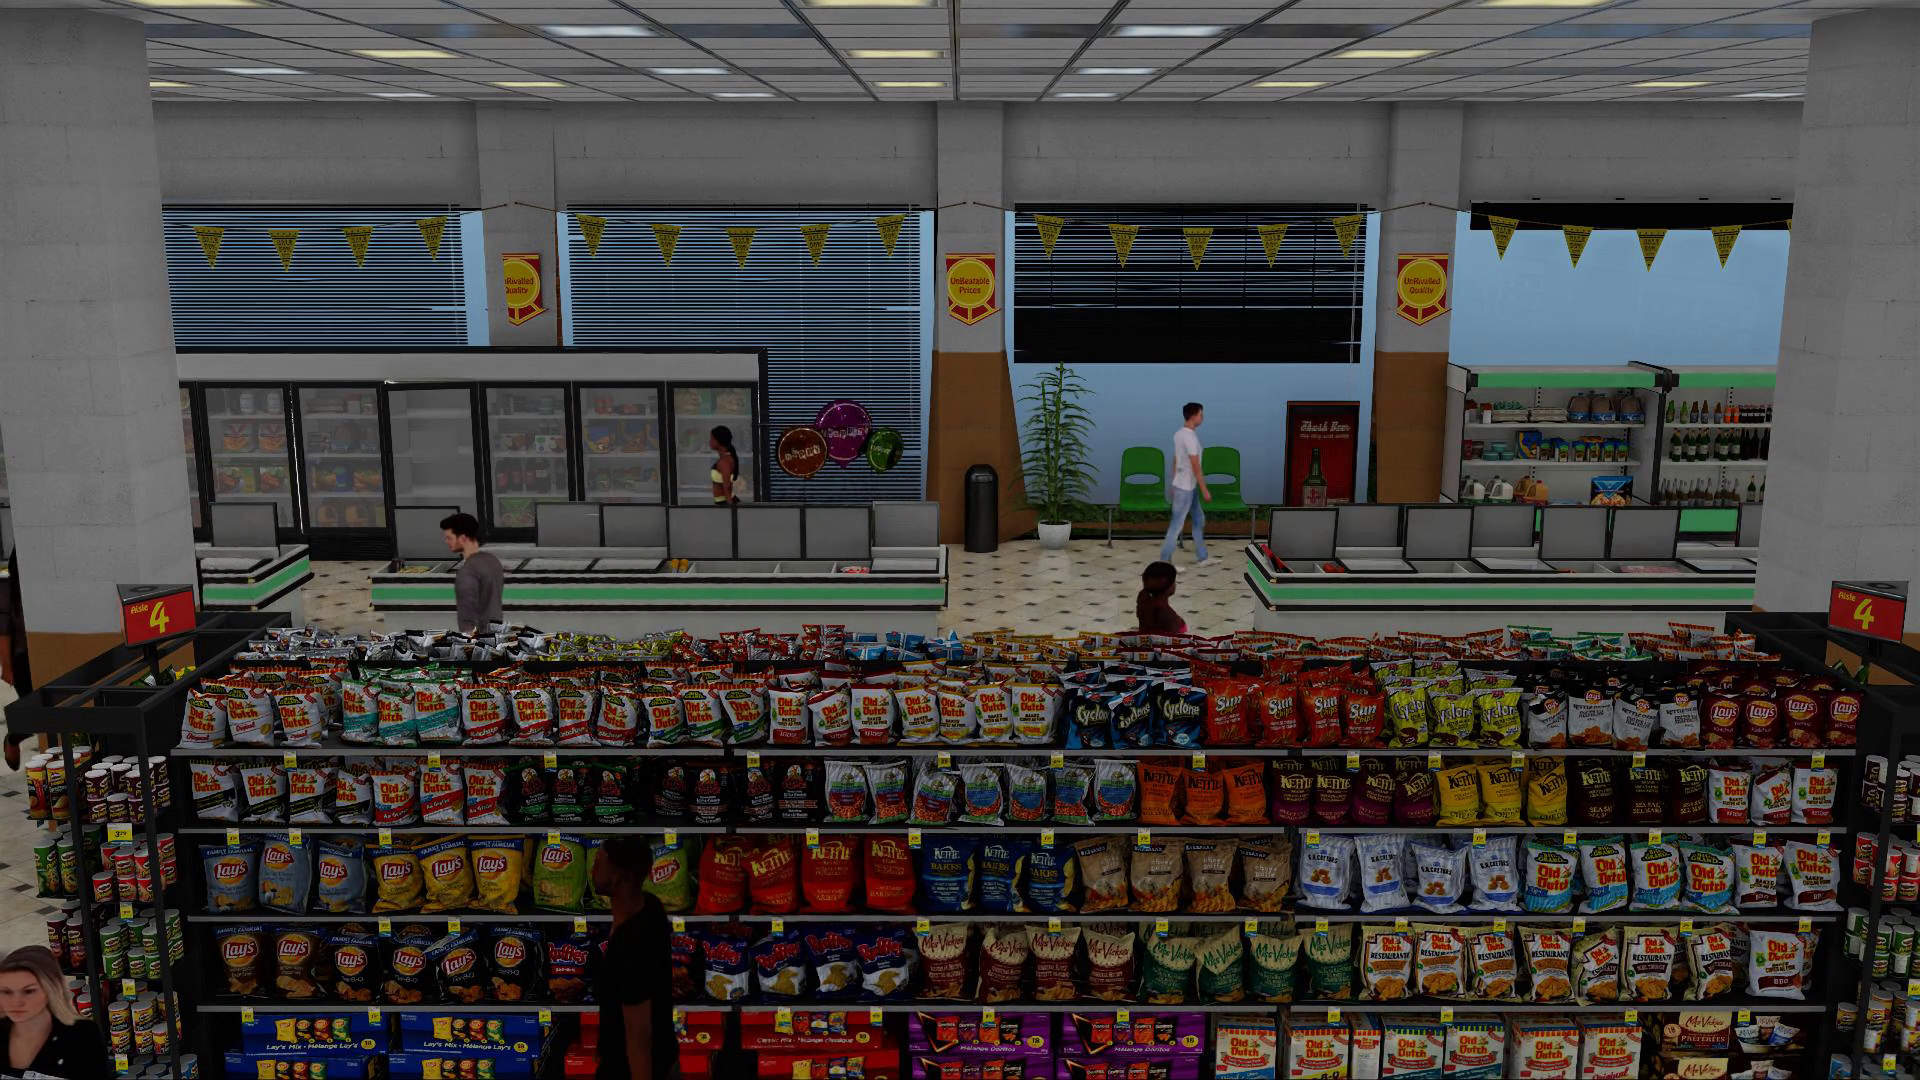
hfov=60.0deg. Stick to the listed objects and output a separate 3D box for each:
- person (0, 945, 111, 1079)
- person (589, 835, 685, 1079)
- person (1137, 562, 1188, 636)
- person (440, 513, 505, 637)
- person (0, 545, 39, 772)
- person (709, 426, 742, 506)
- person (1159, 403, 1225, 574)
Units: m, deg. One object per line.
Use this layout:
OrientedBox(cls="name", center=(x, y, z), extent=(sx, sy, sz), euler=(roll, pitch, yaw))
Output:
OrientedBox(cls="person", center=(-2.979, 2.111, 5.469), extent=(0.459, 1.685, 0.658), euler=(0, 12, 0))
OrientedBox(cls="person", center=(-1.073, 1.935, 6.101), extent=(1.226, 1.769, 0.728), euler=(1, 12, 5))
OrientedBox(cls="person", center=(1.220, 0.997, 10.715), extent=(1.061, 1.703, 0.824), euler=(-6, 13, -26))
OrientedBox(cls="person", center=(-3.194, 0.752, 11.465), extent=(0.910, 1.872, 0.813), euler=(2, 12, 8))
OrientedBox(cls="person", center=(-6.201, 0.845, 11.159), extent=(1.003, 1.817, 0.905), euler=(8, 14, 34))
OrientedBox(cls="person", center=(-2.242, -0.261, 16.675), extent=(1.066, 1.710, 0.565), euler=(0, 12, -2))
OrientedBox(cls="person", center=(2.295, -0.528, 17.667), extent=(0.943, 1.823, 0.652), euler=(0, 12, 0))
